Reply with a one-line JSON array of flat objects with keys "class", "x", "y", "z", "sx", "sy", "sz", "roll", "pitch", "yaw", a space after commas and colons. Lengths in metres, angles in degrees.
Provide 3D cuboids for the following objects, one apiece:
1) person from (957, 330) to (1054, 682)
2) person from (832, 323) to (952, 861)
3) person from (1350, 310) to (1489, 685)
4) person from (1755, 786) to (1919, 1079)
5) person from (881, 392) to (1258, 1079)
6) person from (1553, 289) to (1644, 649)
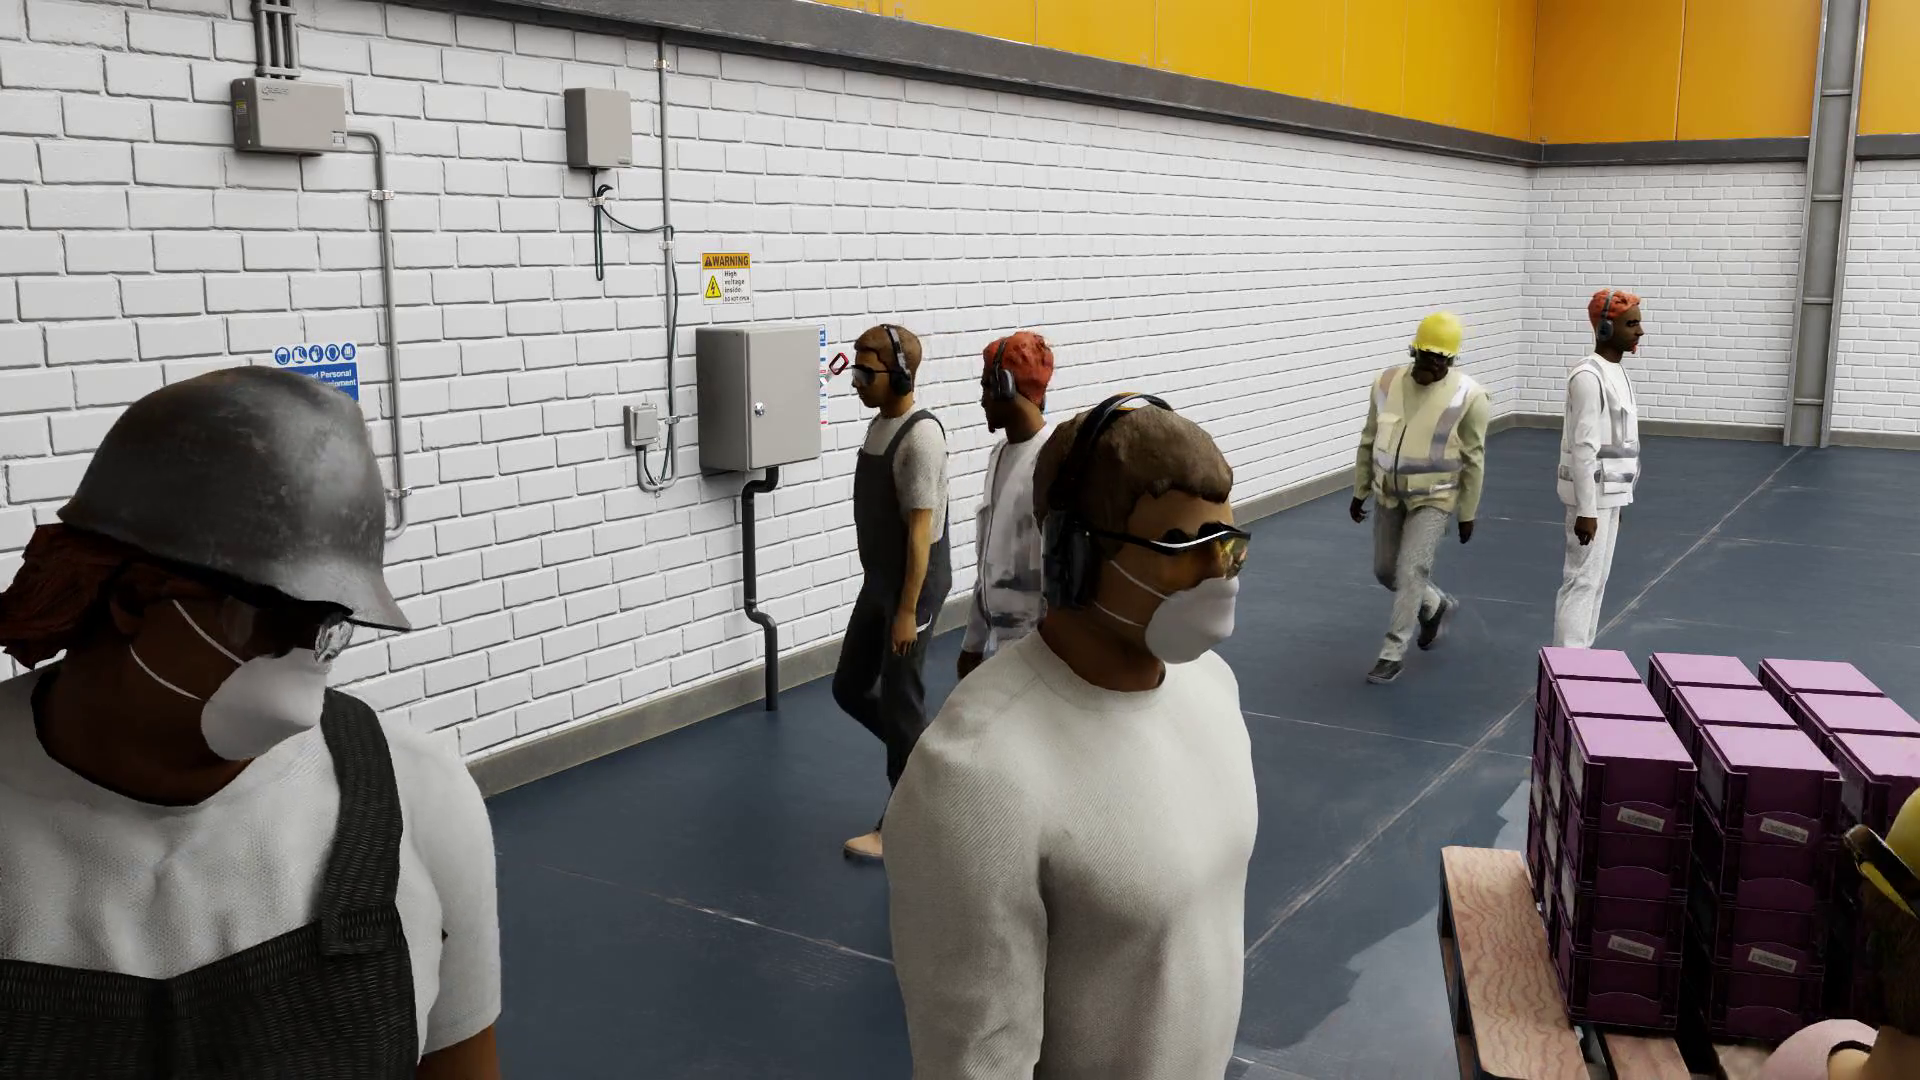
[{"class": "person", "x": 0.223, "y": 0.309, "z": 4.927, "sx": 0.659, "sy": 1.851, "sz": 0.618, "roll": -3, "pitch": 11, "yaw": -19}, {"class": "person", "x": -0.206, "y": 0.186, "z": 5.629, "sx": 0.424, "sy": 1.826, "sz": 0.520, "roll": -5, "pitch": 11, "yaw": -26}, {"class": "person", "x": 2.232, "y": -0.219, "z": 7.999, "sx": 0.640, "sy": 1.782, "sz": 0.705, "roll": 10, "pitch": 14, "yaw": 44}, {"class": "person", "x": 0.672, "y": 0.990, "z": 1.379, "sx": 0.528, "sy": 1.739, "sz": 0.553, "roll": 3, "pitch": 11, "yaw": 17}, {"class": "person", "x": 0.162, "y": 0.793, "z": 1.959, "sx": 0.357, "sy": 1.937, "sz": 0.638, "roll": 6, "pitch": 12, "yaw": 32}, {"class": "person", "x": 2.874, "y": -0.179, "z": 7.492, "sx": 0.342, "sy": 1.882, "sz": 0.587, "roll": 6, "pitch": 12, "yaw": 32}]
